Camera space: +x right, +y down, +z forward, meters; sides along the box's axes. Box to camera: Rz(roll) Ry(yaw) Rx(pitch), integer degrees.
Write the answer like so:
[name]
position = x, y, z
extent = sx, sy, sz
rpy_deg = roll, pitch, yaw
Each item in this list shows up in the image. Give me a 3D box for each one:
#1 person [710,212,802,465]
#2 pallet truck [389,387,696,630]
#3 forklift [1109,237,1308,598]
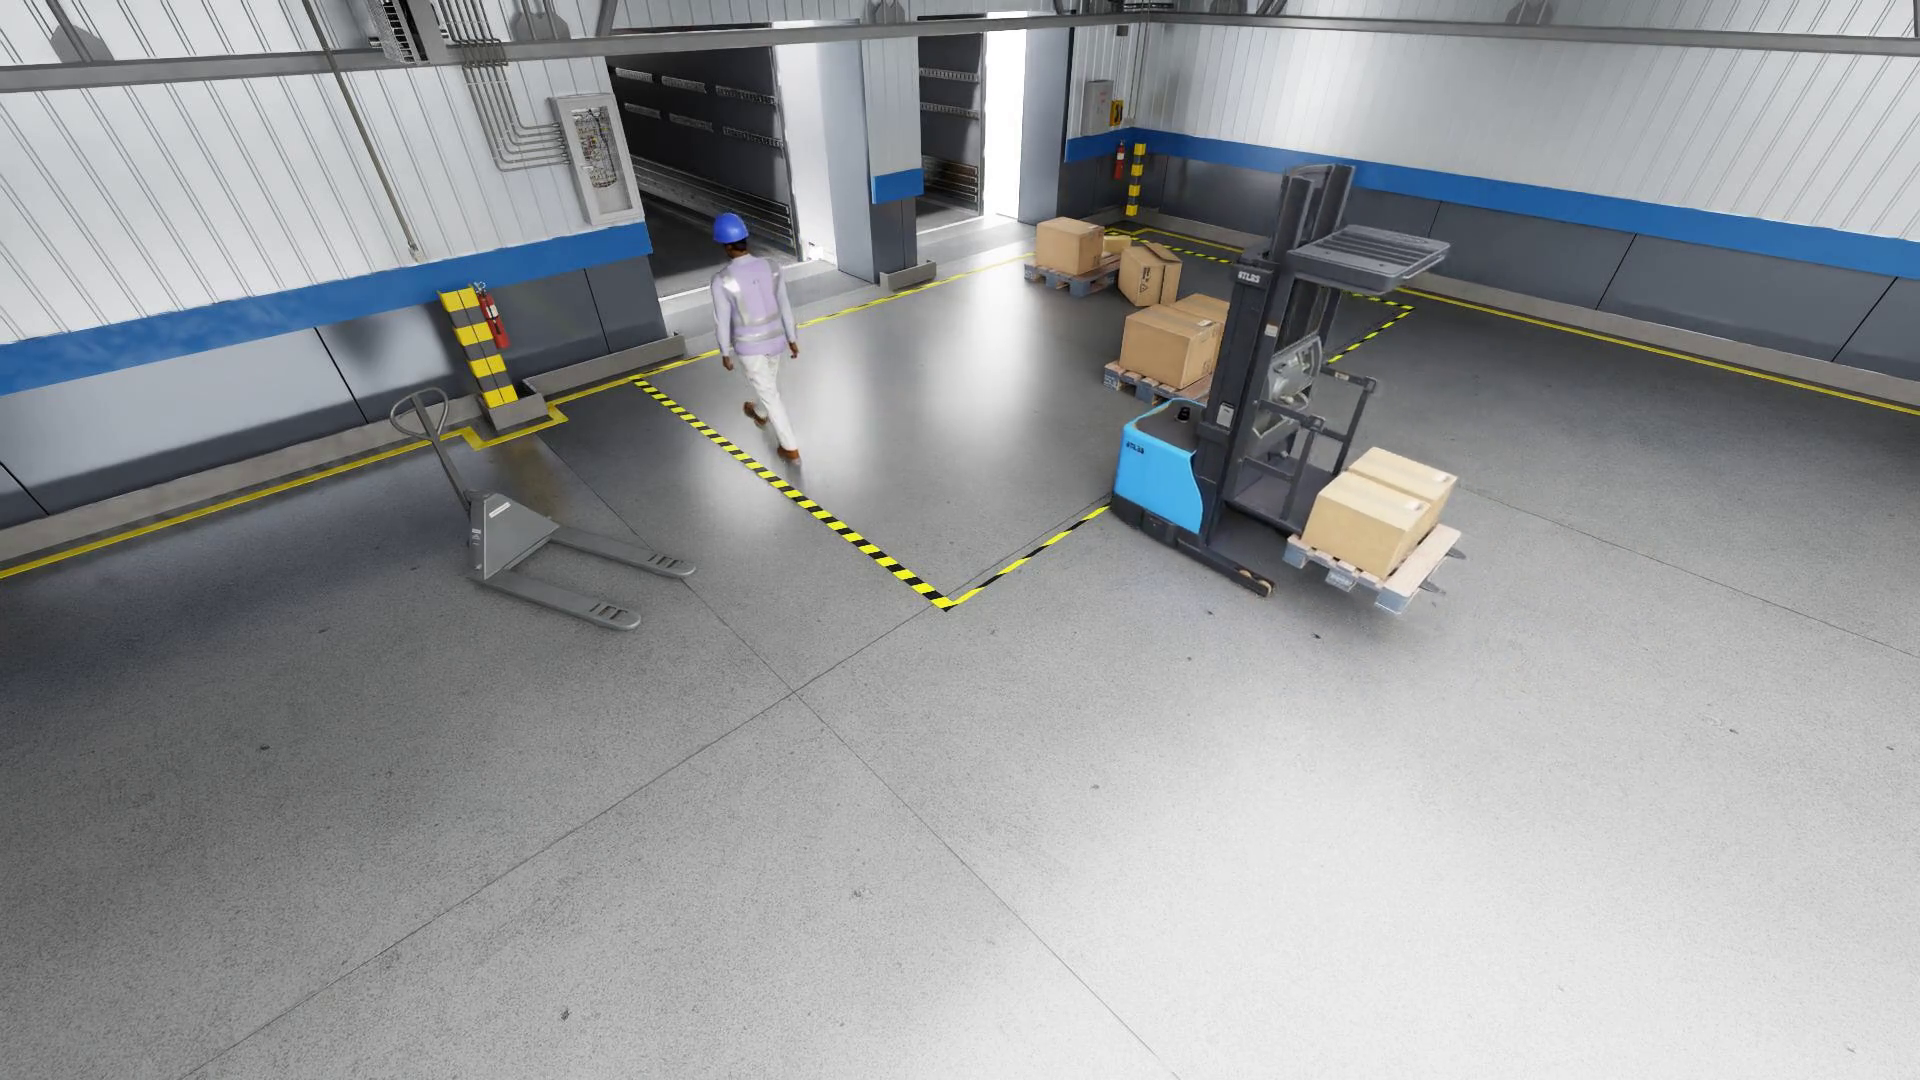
[person]
position = -1.655, -1.596, 5.802
extent = 1.017, 1.884, 0.612
rpy_deg = 31, 47, 34
[pallet truck]
position = -2.613, -0.247, 4.593
extent = 1.601, 1.201, 0.680
rpy_deg = 14, 40, 17
[forklift]
position = 1.662, -0.938, 4.832
extent = 0.716, 2.013, 0.776
rpy_deg = -30, 47, -33
